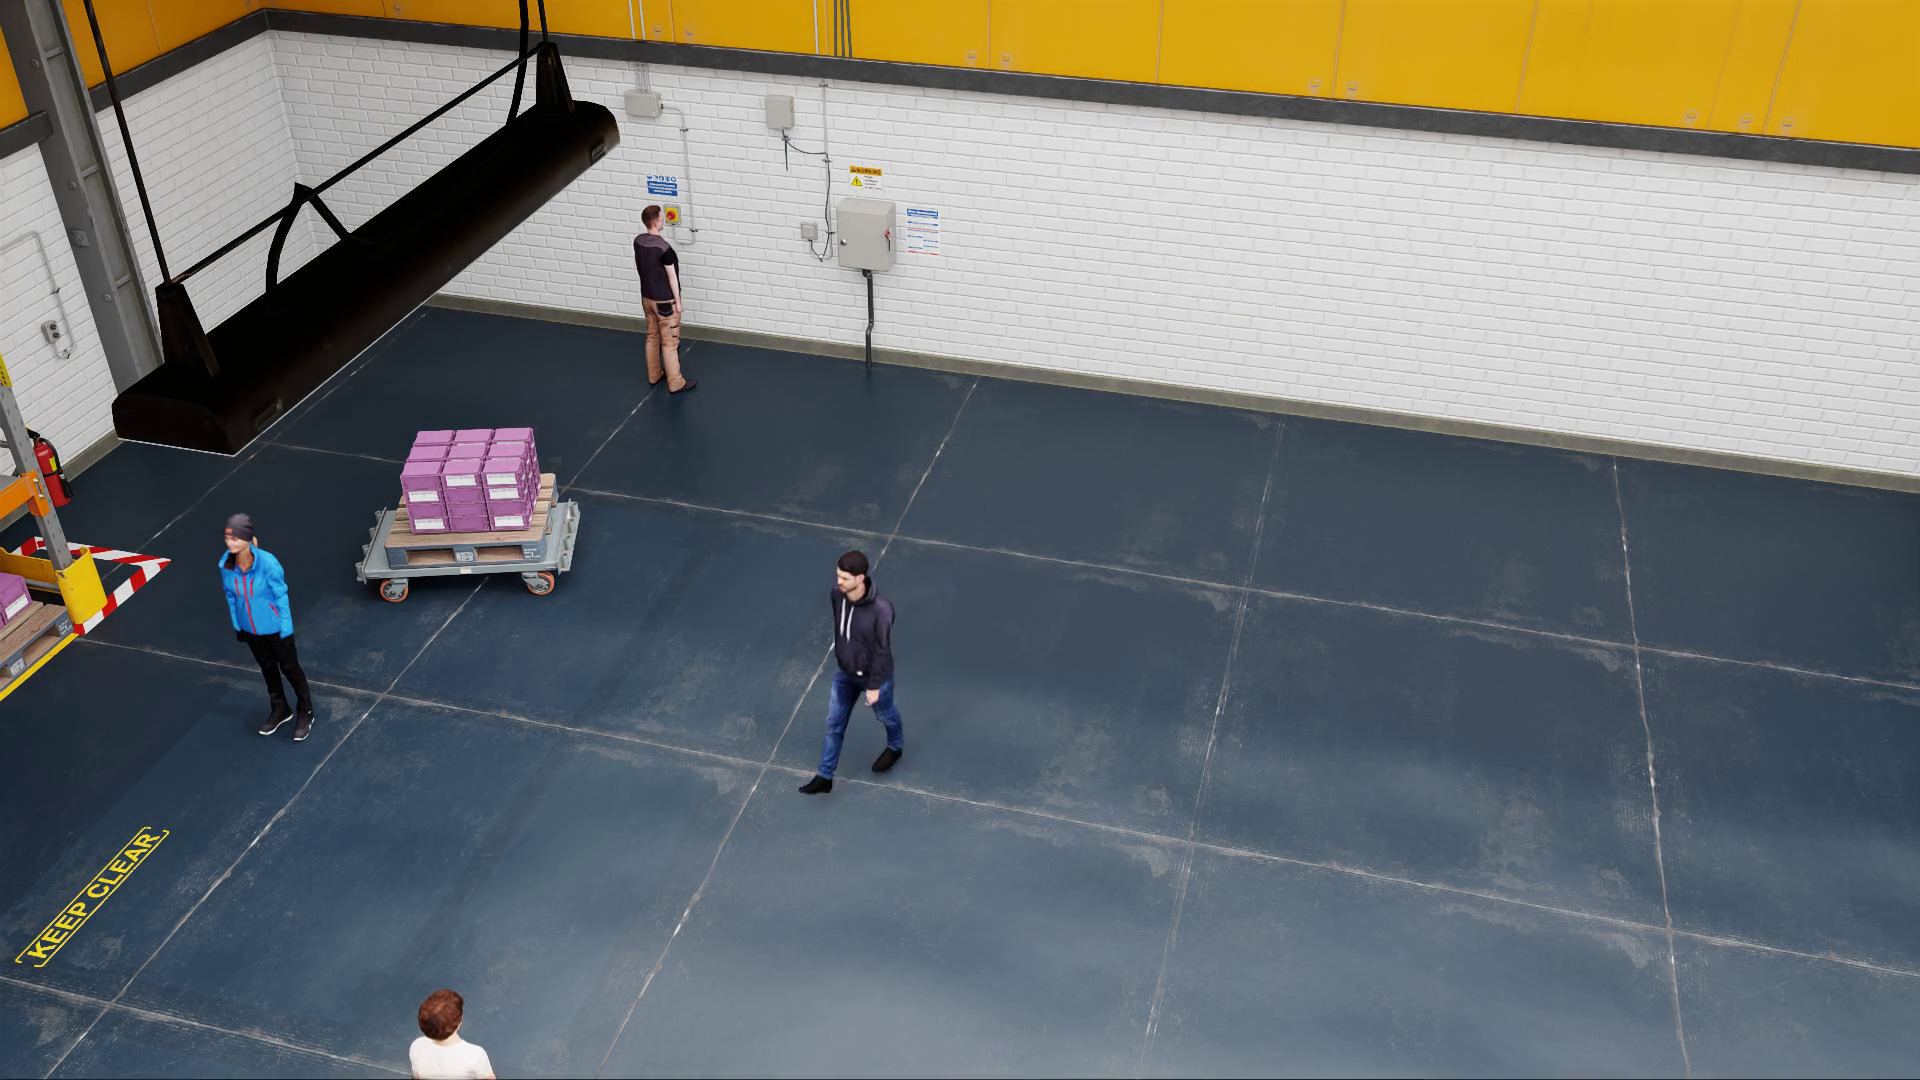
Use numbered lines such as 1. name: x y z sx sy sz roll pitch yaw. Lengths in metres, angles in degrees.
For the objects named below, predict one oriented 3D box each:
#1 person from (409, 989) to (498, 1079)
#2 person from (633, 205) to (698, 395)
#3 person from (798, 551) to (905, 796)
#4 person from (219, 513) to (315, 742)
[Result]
1. person: -2.439 2.844 8.184 0.602 1.653 0.570 4 34 5
2. person: -2.851 -2.297 15.749 0.769 1.840 0.752 26 41 33
3. person: -0.558 0.825 11.041 0.953 1.850 1.216 22 40 30
4. person: -4.772 0.593 11.440 0.612 1.796 0.508 8 34 11
